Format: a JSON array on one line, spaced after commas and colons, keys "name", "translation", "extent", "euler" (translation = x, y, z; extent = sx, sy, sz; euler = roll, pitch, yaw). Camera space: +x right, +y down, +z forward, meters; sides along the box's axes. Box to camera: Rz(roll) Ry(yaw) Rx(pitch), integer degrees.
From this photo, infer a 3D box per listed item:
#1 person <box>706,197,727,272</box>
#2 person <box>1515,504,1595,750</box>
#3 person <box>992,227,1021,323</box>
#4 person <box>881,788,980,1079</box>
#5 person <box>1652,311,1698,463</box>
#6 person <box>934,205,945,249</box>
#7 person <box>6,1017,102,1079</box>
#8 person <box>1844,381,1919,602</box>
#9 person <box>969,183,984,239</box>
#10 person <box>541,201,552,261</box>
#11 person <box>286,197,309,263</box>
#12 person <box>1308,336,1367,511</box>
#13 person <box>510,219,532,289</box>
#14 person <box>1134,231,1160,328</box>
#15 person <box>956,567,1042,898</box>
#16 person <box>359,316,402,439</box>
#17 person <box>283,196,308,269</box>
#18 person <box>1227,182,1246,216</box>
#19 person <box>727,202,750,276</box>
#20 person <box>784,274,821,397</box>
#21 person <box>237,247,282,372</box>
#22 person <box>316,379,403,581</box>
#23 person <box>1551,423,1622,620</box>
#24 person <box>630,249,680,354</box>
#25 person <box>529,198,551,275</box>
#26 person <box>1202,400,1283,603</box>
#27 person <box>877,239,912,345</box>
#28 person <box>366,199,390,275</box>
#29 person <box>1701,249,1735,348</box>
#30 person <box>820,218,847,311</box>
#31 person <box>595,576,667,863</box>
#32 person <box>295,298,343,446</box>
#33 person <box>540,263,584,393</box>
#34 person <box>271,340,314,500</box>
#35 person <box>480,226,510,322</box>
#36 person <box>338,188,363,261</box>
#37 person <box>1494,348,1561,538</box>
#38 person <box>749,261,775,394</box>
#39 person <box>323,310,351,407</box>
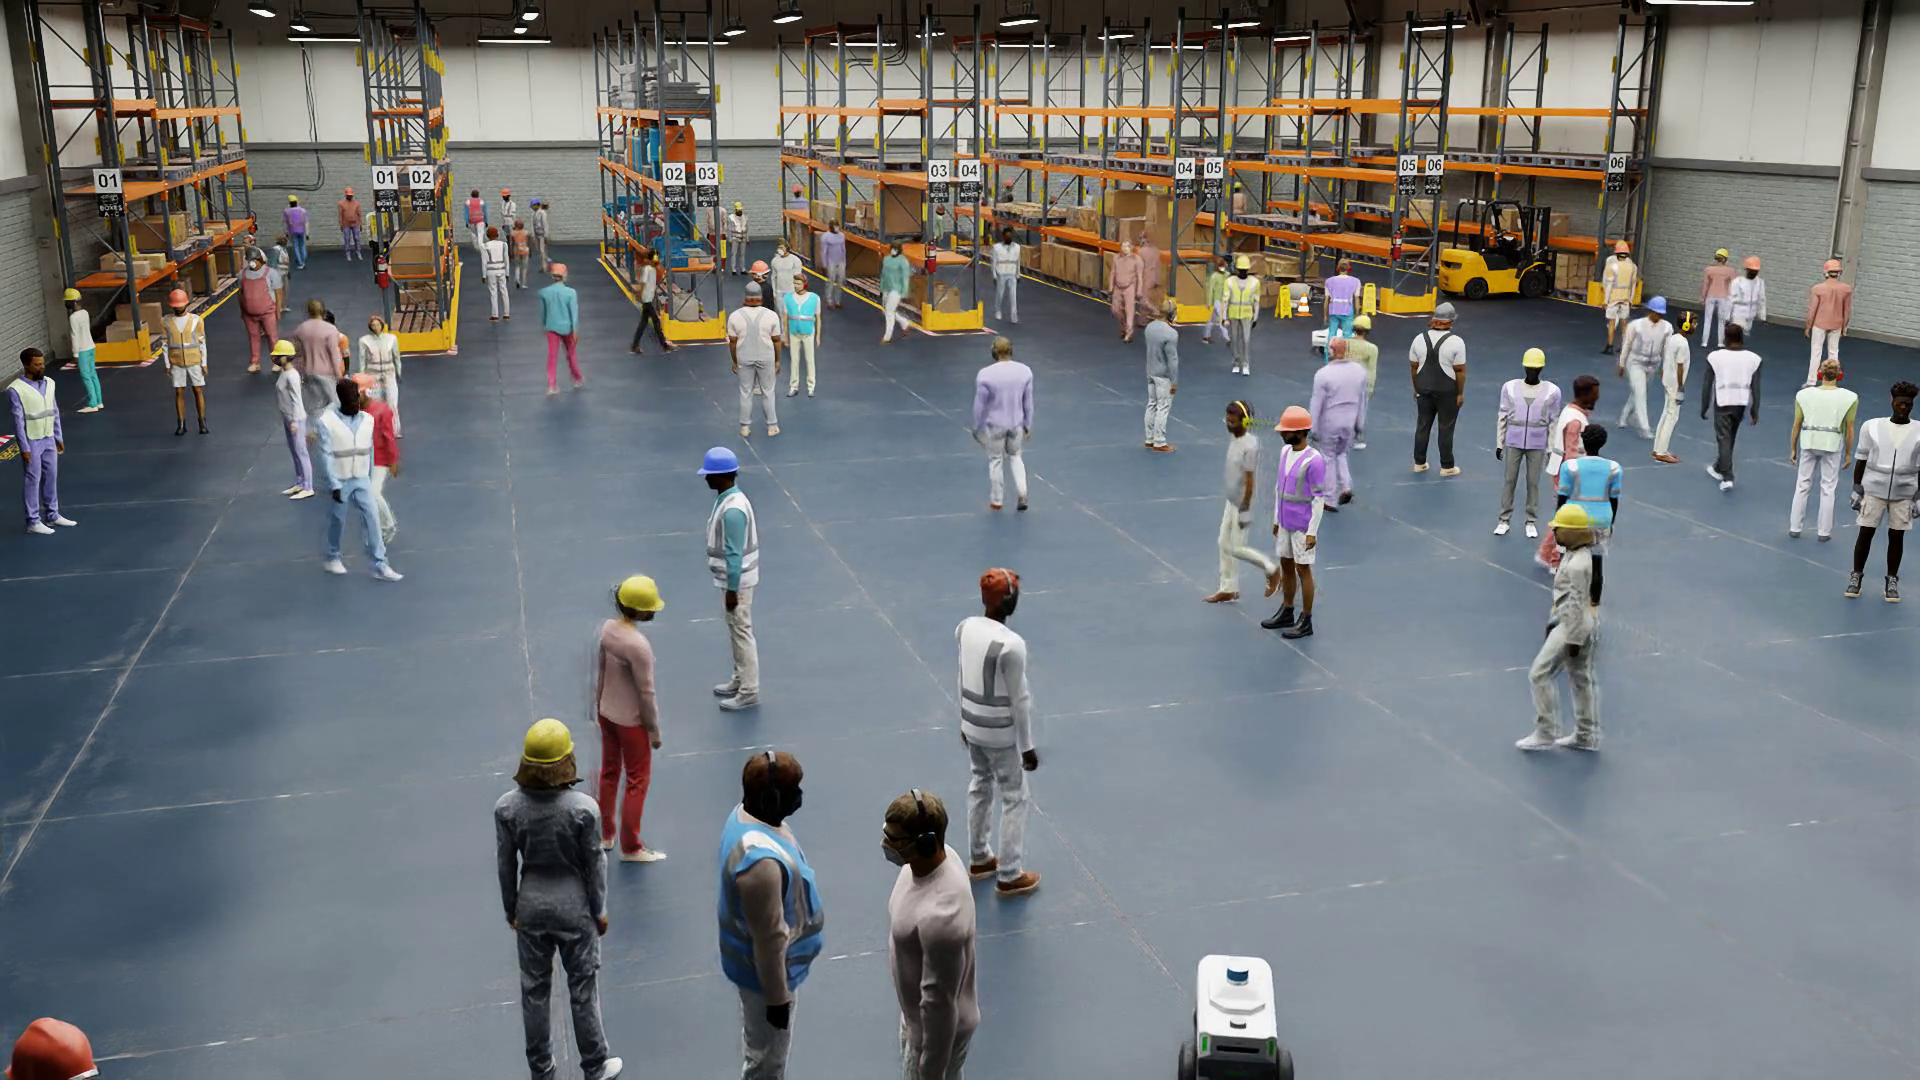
[{"name": "person", "translation": [-6.257, -7.885, 42.696], "extent": [0.610, 1.995, 0.375], "euler": [6, 16, 23]}, {"name": "person", "translation": [4.079, 0.600, 11.279], "extent": [0.635, 1.724, 0.487], "euler": [7, 16, 24]}, {"name": "person", "translation": [0.912, -5.316, 33.277], "extent": [0.610, 1.877, 0.993], "euler": [-4, 15, -14]}, {"name": "person", "translation": [-0.114, 1.833, 6.255], "extent": [0.375, 1.933, 0.625], "euler": [-1, 15, -5]}, {"name": "person", "translation": [8.744, -1.869, 20.342], "extent": [0.339, 1.856, 0.518], "euler": [3, 15, 9]}, {"name": "person", "translation": [-0.529, -8.015, 43.895], "extent": [0.279, 1.624, 0.494], "euler": [-3, 15, -10]}, {"name": "person", "translation": [-2.637, 2.246, 5.031], "extent": [0.327, 1.753, 0.563], "euler": [7, 16, 25]}, {"name": "person", "translation": [8.212, -0.431, 14.700], "extent": [0.607, 1.966, 0.366], "euler": [7, 17, 26]}, {"name": "person", "translation": [0.519, -10.239, 51.928], "extent": [0.647, 1.817, 0.766], "euler": [-9, 17, -30]}, {"name": "person", "translation": [-11.357, -8.462, 45.572], "extent": [0.318, 1.630, 0.513], "euler": [-3, 15, -10]}, {"name": "person", "translation": [-17.862, -8.344, 44.810], "extent": [0.598, 1.802, 0.519], "euler": [-3, 15, -10]}, {"name": "person", "translation": [4.027, -1.252, 17.933], "extent": [0.661, 1.887, 0.440], "euler": [-6, 16, -21]}, {"name": "person", "translation": [-10.263, -6.693, 38.934], "extent": [0.507, 1.621, 0.453], "euler": [-2, 15, -7]}, {"name": "person", "translation": [3.630, -4.989, 32.015], "extent": [0.730, 1.880, 0.647], "euler": [13, 20, 40]}, {"name": "person", "translation": [0.203, 1.065, 9.254], "extent": [0.401, 1.883, 0.609], "euler": [-8, 17, -28]}, {"name": "person", "translation": [-7.523, -2.097, 21.632], "extent": [0.536, 1.612, 0.737], "euler": [-6, 16, -21]}, {"name": "person", "translation": [-17.436, -8.069, 43.621], "extent": [0.581, 1.878, 0.890], "euler": [-11, 18, -35]}, {"name": "person", "translation": [8.339, -9.827, 50.175], "extent": [0.590, 1.904, 0.652], "euler": [-2, 15, -8]}, {"name": "person", "translation": [-5.550, -7.558, 41.773], "extent": [0.589, 1.834, 0.403], "euler": [-11, 18, -35]}, {"name": "person", "translation": [-2.343, -3.052, 24.803], "extent": [0.565, 1.841, 0.396], "euler": [2, 15, 8]}, {"name": "person", "translation": [-11.394, -3.746, 27.034], "extent": [0.689, 2.000, 0.538], "euler": [0, 15, -2]}, {"name": "person", "translation": [-5.637, -0.564, 15.384], "extent": [0.928, 1.877, 0.602], "euler": [12, 19, 38]}, {"name": "person", "translation": [5.340, -0.152, 14.192], "extent": [0.540, 1.685, 0.332], "euler": [1, 15, 4]}, {"name": "person", "translation": [-5.342, -4.128, 28.916], "extent": [0.925, 1.805, 0.596], "euler": [-1, 15, -3]}, {"name": "person", "translation": [-10.604, -7.687, 42.110], "extent": [0.508, 1.915, 0.816], "euler": [-11, 18, -36]}, {"name": "person", "translation": [2.496, -0.321, 14.524], "extent": [0.603, 1.848, 0.535], "euler": [-3, 15, -13]}, {"name": "person", "translation": [-1.190, -4.488, 30.101], "extent": [0.733, 1.902, 0.649], "euler": [-12, 19, -37]}, {"name": "person", "translation": [-14.204, -7.364, 40.731], "extent": [0.612, 1.997, 0.375], "euler": [-13, 20, -40]}, {"name": "person", "translation": [13.509, -4.306, 29.687], "extent": [0.524, 1.759, 0.337], "euler": [8, 17, 27]}, {"name": "person", "translation": [-2.642, -5.790, 34.926], "extent": [0.639, 1.938, 0.366], "euler": [-13, 20, -41]}, {"name": "person", "translation": [-1.945, 1.021, 9.693], "extent": [0.350, 1.732, 0.673], "euler": [-12, 19, -38]}, {"name": "person", "translation": [-8.074, -2.074, 20.945], "extent": [0.667, 1.929, 0.508], "euler": [6, 16, 23]}, {"name": "person", "translation": [-6.068, -3.224, 25.279], "extent": [0.634, 1.937, 1.073], "euler": [2, 15, 6]}, {"name": "person", "translation": [-7.440, -1.342, 18.506], "extent": [0.303, 1.772, 0.526], "euler": [-10, 18, -32]}, {"name": "person", "translation": [-9.267, -5.302, 33.191], "extent": [0.576, 1.882, 0.362], "euler": [-11, 19, -36]}, {"name": "person", "translation": [-16.695, -8.651, 45.603], "extent": [0.612, 1.986, 0.406], "euler": [-9, 17, -29]}, {"name": "person", "translation": [5.738, -0.985, 16.857], "extent": [0.587, 1.930, 0.360], "euler": [6, 16, 21]}, {"name": "person", "translation": [-2.974, -3.206, 25.088], "extent": [0.376, 1.995, 0.609], "euler": [1, 15, 5]}, {"name": "person", "translation": [-8.212, -2.163, 21.736], "extent": [0.540, 1.695, 0.317], "euler": [3, 15, 12]}]
